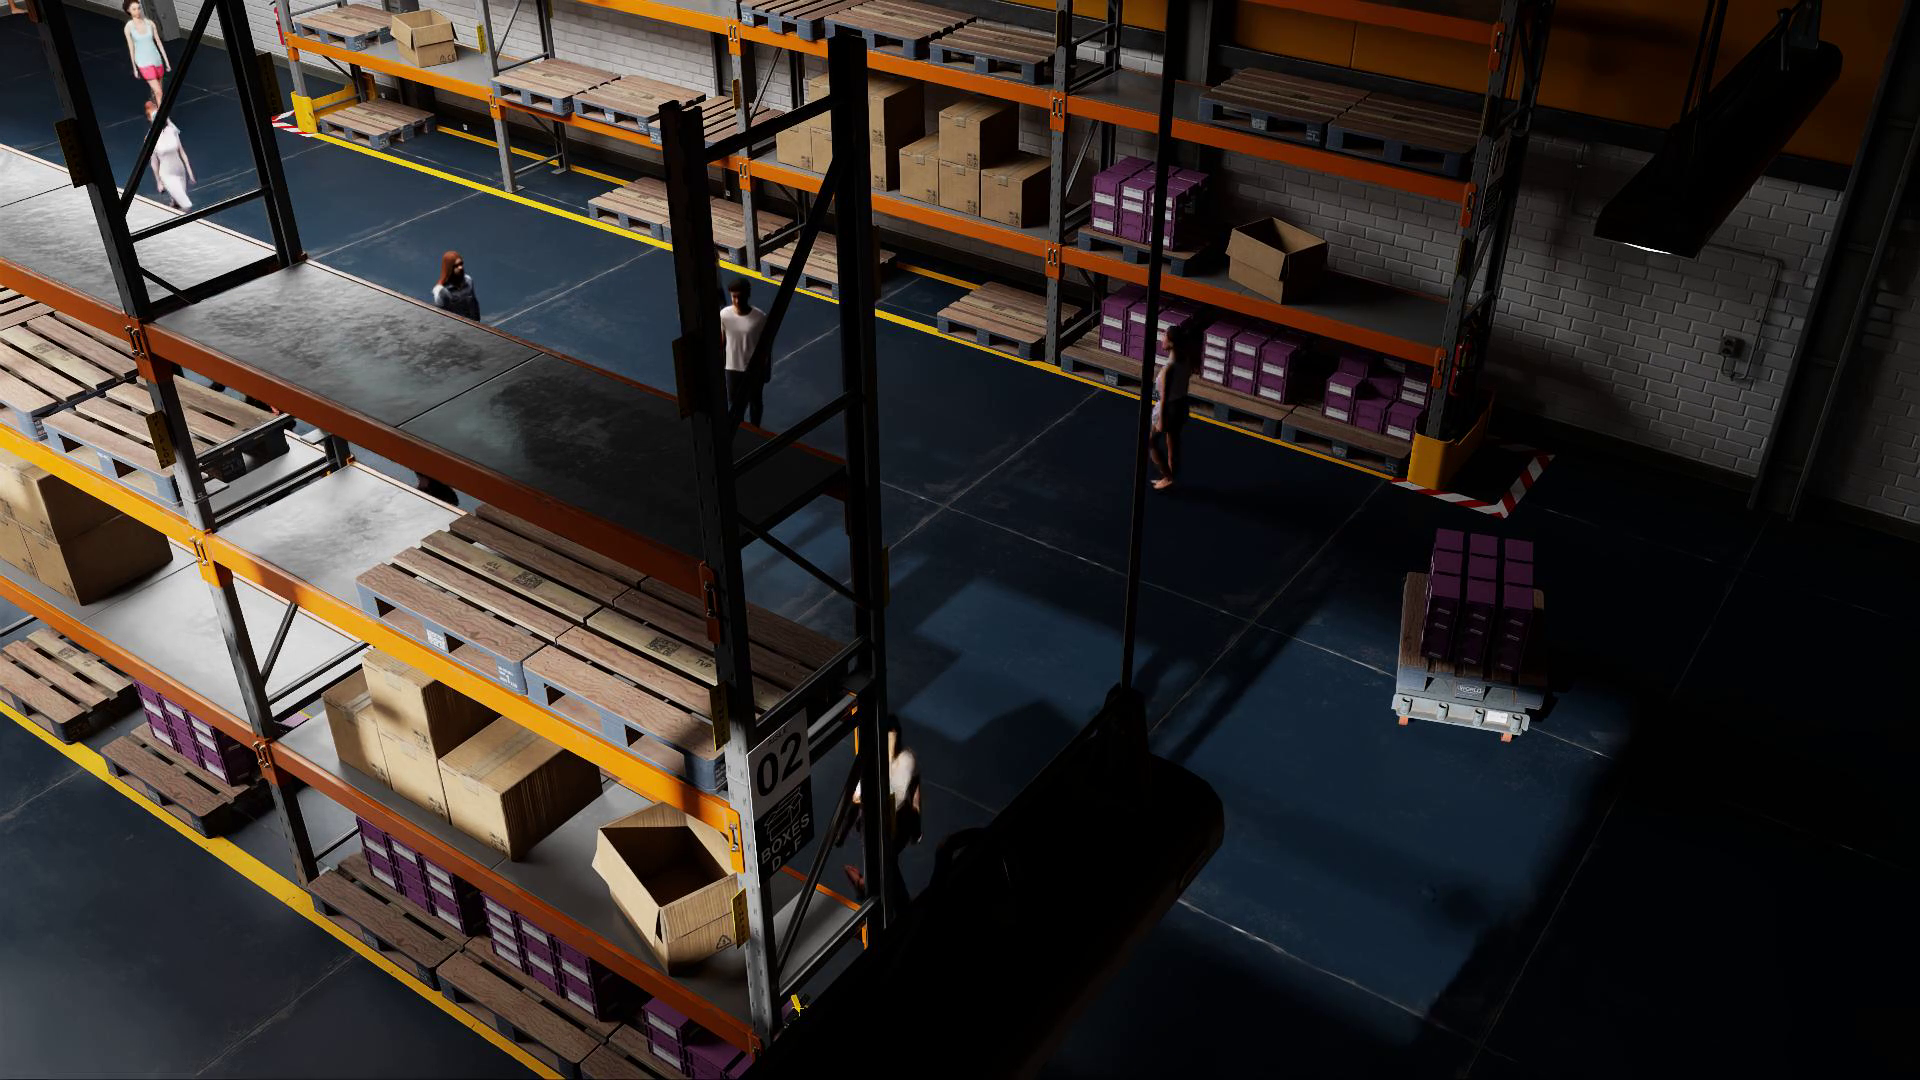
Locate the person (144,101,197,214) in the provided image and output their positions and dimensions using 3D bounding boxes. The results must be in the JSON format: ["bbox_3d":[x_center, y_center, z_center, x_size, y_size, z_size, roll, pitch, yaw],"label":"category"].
[{"bbox_3d":[-8.922,-4.066,18.762,1.087,1.756,0.661,16,37,23],"label":"person"}]

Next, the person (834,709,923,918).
[{"bbox_3d":[-0.370,1.824,9.877,0.811,1.782,1.184,-27,42,-34],"label":"person"}]

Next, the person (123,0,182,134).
[{"bbox_3d":[-10.845,-6.338,22.198,1.175,1.736,0.689,25,41,33],"label":"person"}]

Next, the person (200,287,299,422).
[{"bbox_3d":[-6.819,-1.783,15.379,1.282,1.698,0.932,9,35,14],"label":"person"}]

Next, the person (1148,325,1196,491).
[{"bbox_3d":[1.893,-1.109,14.450,0.551,1.603,0.580,20,38,27],"label":"person"}]

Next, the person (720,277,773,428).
[{"bbox_3d":[-1.937,-1.640,15.153,0.794,1.710,0.868,3,34,4],"label":"person"}]

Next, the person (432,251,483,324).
[{"bbox_3d":[-4.720,-1.925,15.599,0.884,1.690,0.640,23,40,31],"label":"person"}]
